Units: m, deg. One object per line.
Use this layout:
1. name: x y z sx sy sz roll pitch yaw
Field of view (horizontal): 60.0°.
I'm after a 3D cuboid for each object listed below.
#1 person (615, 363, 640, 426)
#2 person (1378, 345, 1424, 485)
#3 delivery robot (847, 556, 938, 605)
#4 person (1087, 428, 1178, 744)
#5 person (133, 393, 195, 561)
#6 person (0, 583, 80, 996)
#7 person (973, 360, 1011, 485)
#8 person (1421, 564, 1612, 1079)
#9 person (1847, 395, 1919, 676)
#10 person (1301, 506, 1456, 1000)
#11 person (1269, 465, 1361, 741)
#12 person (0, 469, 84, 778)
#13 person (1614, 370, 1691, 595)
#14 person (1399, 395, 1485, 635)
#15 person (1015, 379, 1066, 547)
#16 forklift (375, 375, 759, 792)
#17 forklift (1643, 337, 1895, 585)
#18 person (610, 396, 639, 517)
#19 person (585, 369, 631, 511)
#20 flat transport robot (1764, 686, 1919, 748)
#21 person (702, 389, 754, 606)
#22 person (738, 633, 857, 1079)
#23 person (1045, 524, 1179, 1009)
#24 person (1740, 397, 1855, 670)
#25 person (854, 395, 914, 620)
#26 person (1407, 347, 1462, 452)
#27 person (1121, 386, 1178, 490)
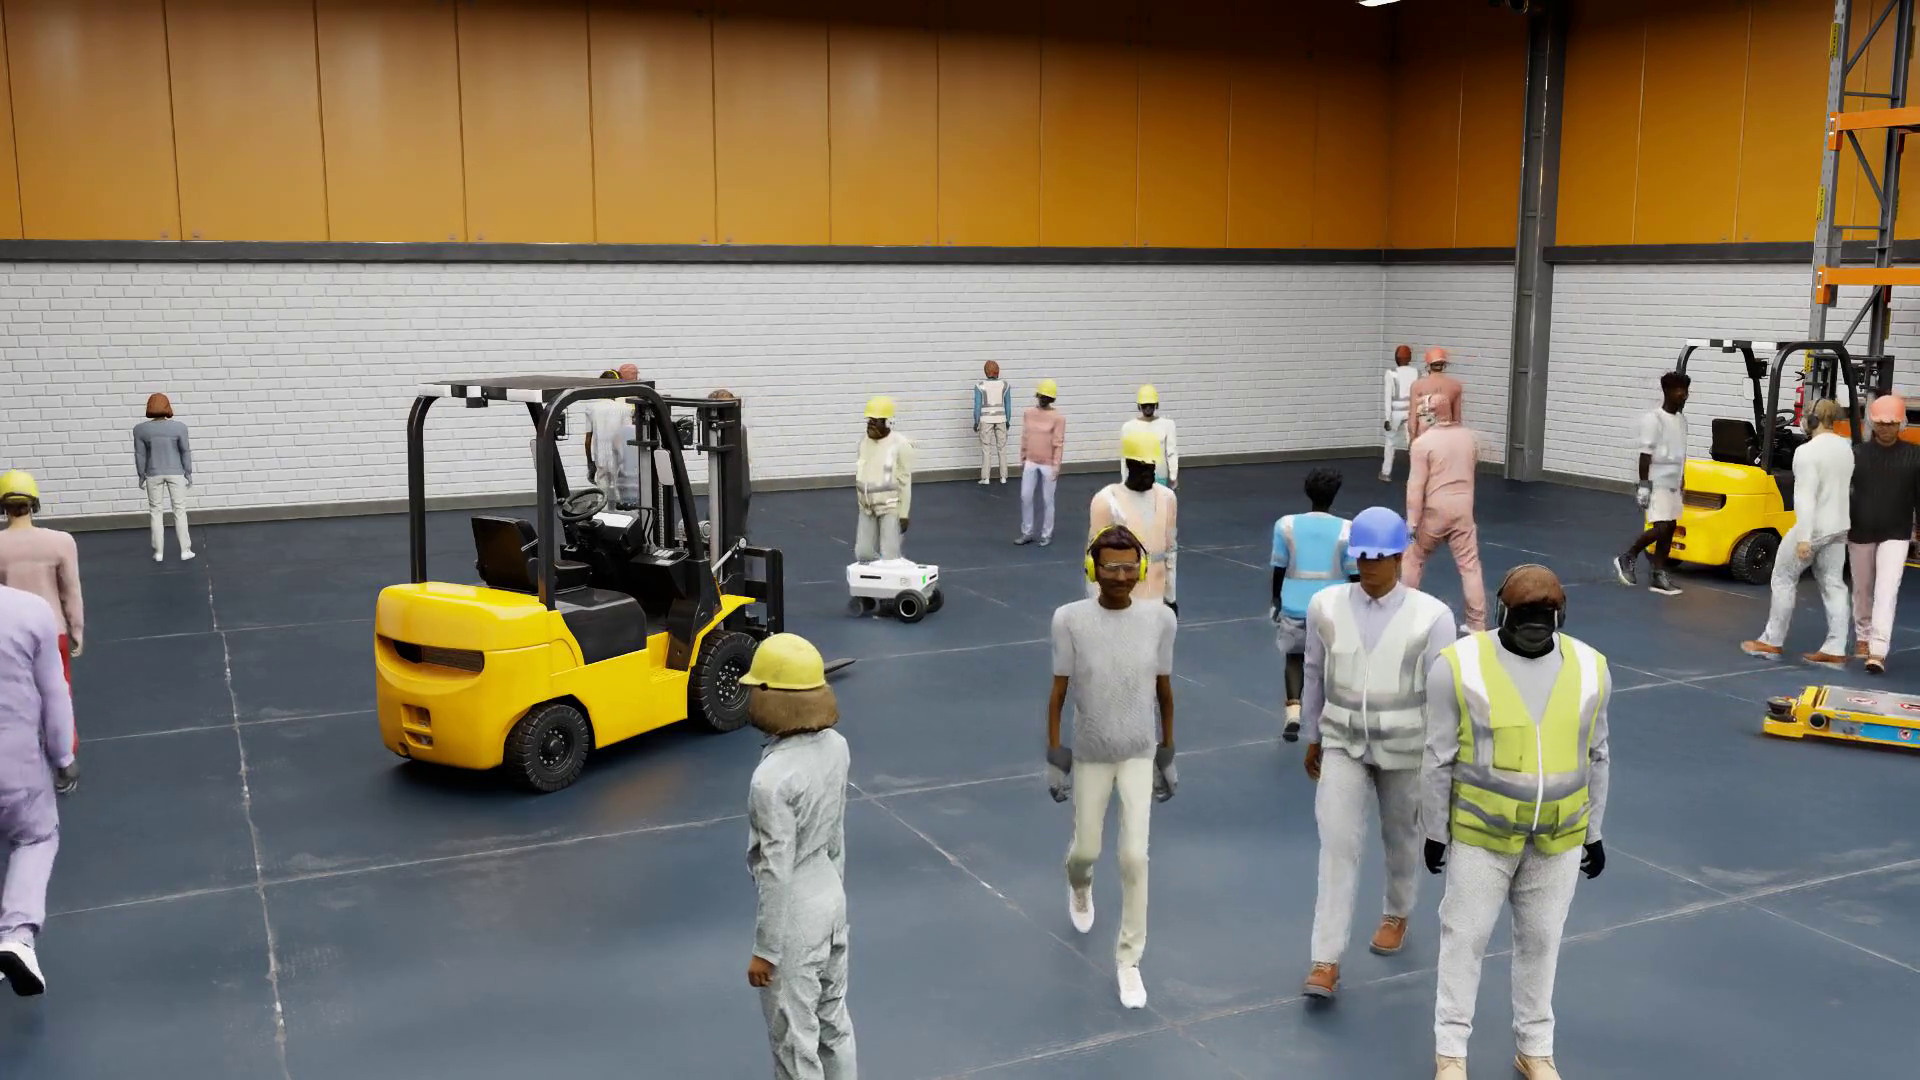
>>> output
1. person: -3.240 -0.791 16.428 0.639 1.902 0.407 -7 11 -37
2. person: 5.859 -1.645 21.935 0.589 1.840 0.970 -2 9 -12
3. delivery robot: -0.549 0.310 13.470 0.707 0.478 0.477 3 10 19
4. person: 0.984 0.289 9.703 0.596 1.912 0.572 -6 11 -32
5. person: -7.701 -0.608 16.111 0.497 1.634 0.287 -3 10 -19
6. person: -3.707 0.847 6.279 0.661 1.891 0.538 -3 10 -20
7. person: 0.425 -1.534 21.834 0.514 1.642 0.311 -3 10 -16
8. person: 1.873 0.983 5.607 0.634 1.839 0.429 0 9 1
9. person: 6.438 -0.047 11.698 0.652 1.935 1.041 5 11 31
10. person: 1.629 0.807 6.530 0.633 1.893 0.991 5 10 27
11. person: 2.077 0.400 9.697 0.549 1.680 0.407 3 10 19
12. person: -4.998 0.497 8.915 0.525 1.753 0.454 -6 11 -35
13. person: 6.073 -0.499 14.445 0.647 1.952 0.481 -7 11 -35
14. person: 3.683 -0.187 12.872 0.668 1.848 0.824 -4 10 -23
15. person: 0.839 -0.773 16.842 0.559 1.731 0.471 6 11 33
16. forklift: -2.268 0.149 9.685 1.214 2.155 2.313 6 11 32
17. forklift: 7.551 -0.789 15.507 2.313 2.155 1.214 -4 10 -25
18. person: -2.709 -0.380 14.225 0.584 1.793 0.923 2 9 11
19. person: -3.333 -0.692 15.913 0.535 1.868 0.309 3 10 17
20. flat transport robot: 5.602 1.078 9.874 1.431 0.197 0.652 6 11 31
21. person: -1.966 -0.352 13.931 0.556 1.823 0.553 5 11 30
22. person: -0.493 1.139 4.967 0.333 1.747 0.494 3 10 21
23. person: 0.599 0.828 6.587 0.528 1.849 0.781 0 9 -2
24. person: 6.020 -0.063 11.871 0.656 1.907 0.845 -5 11 -31
25. person: -0.611 -0.266 13.442 0.599 1.819 0.458 7 11 37
26. person: 5.368 -1.187 18.723 0.631 1.967 0.906 0 9 -3
27. person: 1.807 -0.619 15.928 0.525 1.724 0.891 -1 9 -4
